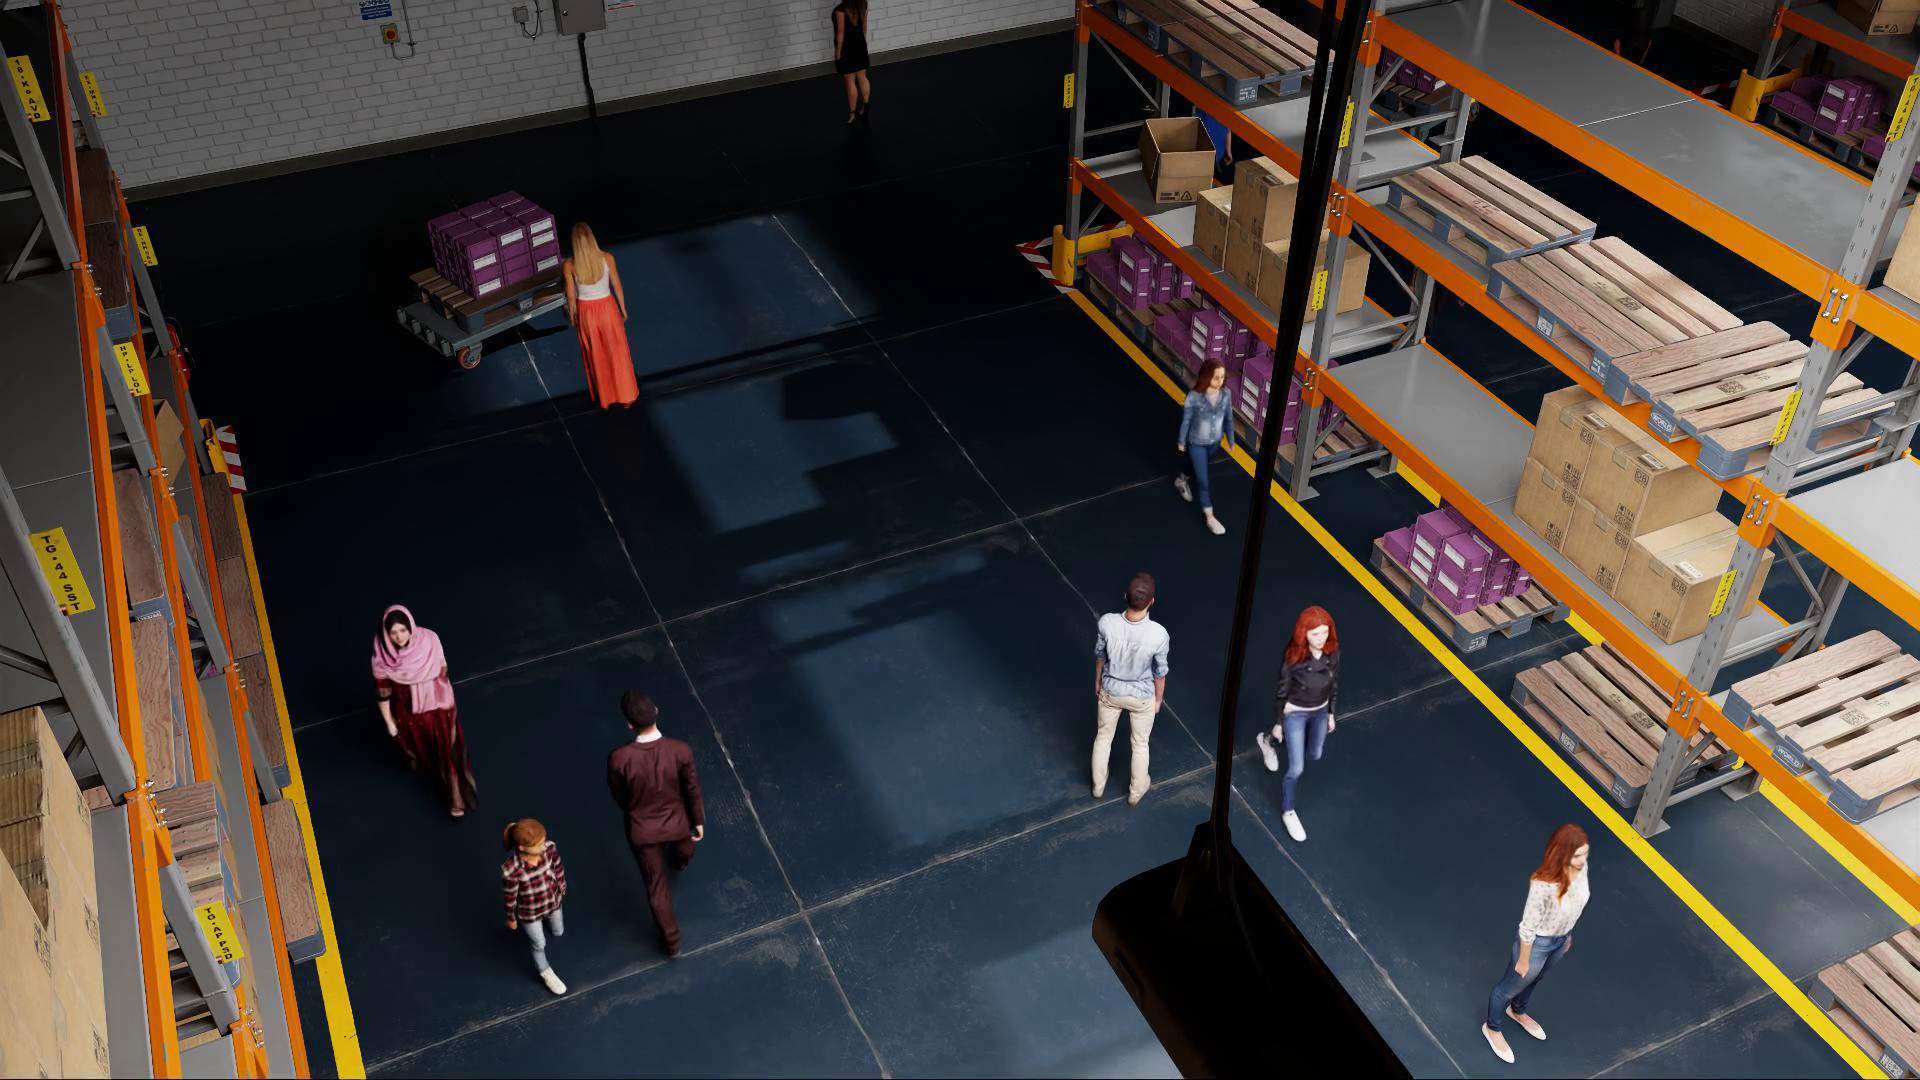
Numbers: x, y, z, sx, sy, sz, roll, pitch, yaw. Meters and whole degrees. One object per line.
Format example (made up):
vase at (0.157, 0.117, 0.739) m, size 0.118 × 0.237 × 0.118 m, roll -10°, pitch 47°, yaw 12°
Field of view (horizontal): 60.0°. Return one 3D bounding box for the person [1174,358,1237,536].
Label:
person at (1.897, -0.824, 13.158) m, size 0.597 × 1.444 × 1.012 m, roll -15°, pitch 41°, yaw -18°

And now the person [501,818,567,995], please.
person at (-2.484, 2.052, 9.674) m, size 0.677 × 1.296 × 0.807 m, roll -26°, pitch 45°, yaw -29°

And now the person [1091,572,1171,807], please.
person at (1.066, 0.962, 10.596) m, size 0.720 × 1.848 × 0.777 m, roll 12°, pitch 40°, yaw 15°

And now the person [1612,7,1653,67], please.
person at (7.210, -4.848, 18.005) m, size 0.878 × 1.682 × 1.265 m, roll -4°, pitch 39°, yaw -5°

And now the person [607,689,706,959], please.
person at (-1.754, 1.707, 9.692) m, size 0.765 × 1.813 × 1.180 m, roll -10°, pitch 40°, yaw -12°

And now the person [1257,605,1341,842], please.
person at (2.132, 1.068, 10.530) m, size 0.611 × 1.766 × 0.965 m, roll -13°, pitch 41°, yaw -16°

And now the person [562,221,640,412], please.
person at (-3.090, -1.881, 14.194) m, size 0.693 × 1.803 × 0.663 m, roll -9°, pitch 39°, yaw -11°

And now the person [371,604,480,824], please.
person at (-3.517, 1.014, 10.740) m, size 0.626 × 1.589 × 1.059 m, roll -17°, pitch 42°, yaw -20°

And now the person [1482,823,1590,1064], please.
person at (3.198, 2.185, 9.161) m, size 0.604 × 1.728 × 0.555 m, roll -23°, pitch 44°, yaw -26°

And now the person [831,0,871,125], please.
person at (-1.220, -5.567, 18.878) m, size 0.757 × 1.716 × 0.758 m, roll 27°, pitch 46°, yaw 29°
